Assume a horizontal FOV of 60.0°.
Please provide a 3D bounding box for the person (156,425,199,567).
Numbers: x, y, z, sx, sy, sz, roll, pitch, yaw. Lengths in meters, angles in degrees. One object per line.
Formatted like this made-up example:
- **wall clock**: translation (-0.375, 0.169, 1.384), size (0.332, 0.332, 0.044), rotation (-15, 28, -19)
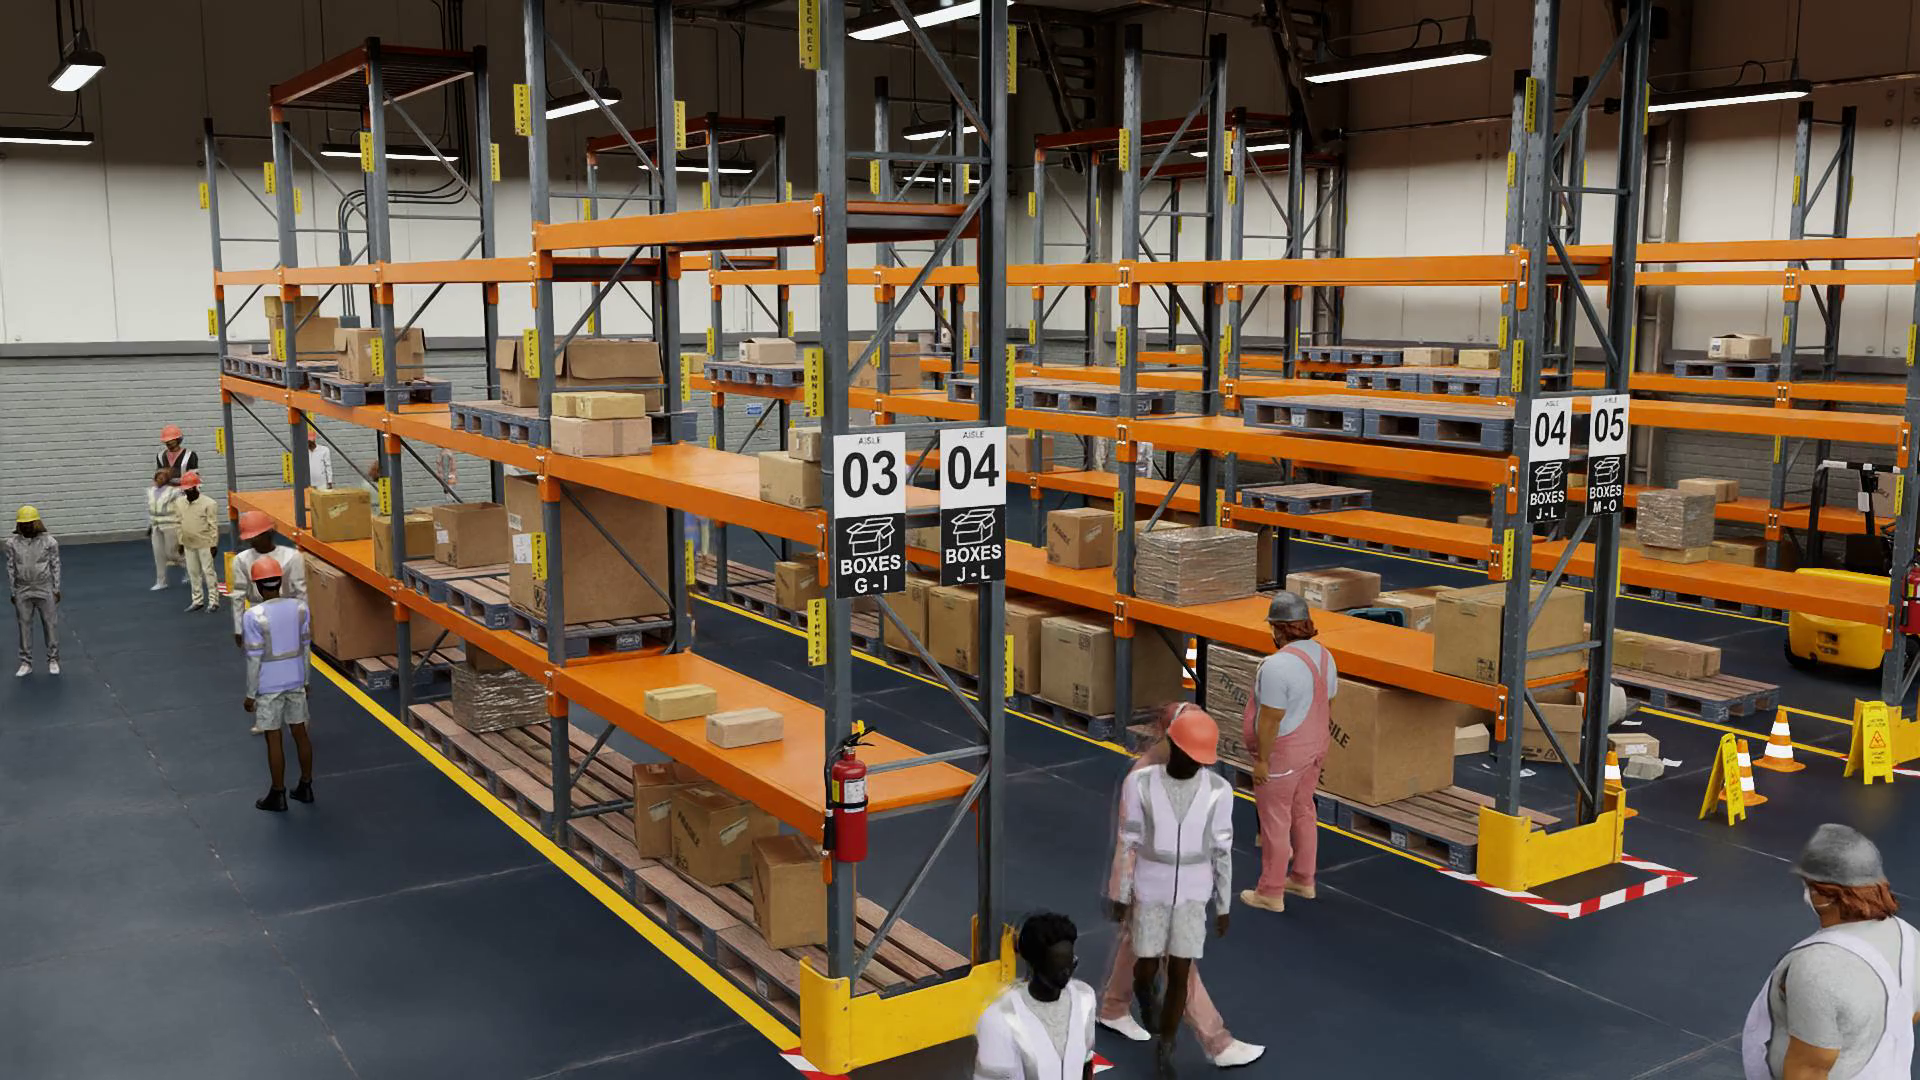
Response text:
- **person**: translation (-11.052, -0.610, 23.487), size (0.612, 2.029, 0.410), rotation (1, 9, 7)

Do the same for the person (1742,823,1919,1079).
- **person**: translation (3.108, 2.003, 6.022), size (0.678, 2.000, 0.537), rotation (-5, 10, -32)

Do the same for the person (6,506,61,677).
- **person**: translation (-9.407, 0.515, 16.914), size (0.487, 1.744, 0.313), rotation (-3, 9, -18)

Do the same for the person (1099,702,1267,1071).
- **person**: translation (1.128, 1.733, 8.439), size (1.025, 1.844, 0.655), rotation (5, 10, 32)

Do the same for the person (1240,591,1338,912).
- **person**: translation (2.070, 1.314, 10.611), size (0.535, 2.000, 0.685), rotation (8, 12, 43)

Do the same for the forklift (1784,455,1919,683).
- **forklift**: translation (9.643, 0.253, 17.172), size (2.313, 2.155, 1.214), rotation (-6, 10, -33)

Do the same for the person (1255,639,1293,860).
- **person**: translation (2.218, 1.366, 11.445), size (0.320, 1.686, 0.539), rotation (-3, 9, -19)

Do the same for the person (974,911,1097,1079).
- **person**: translation (0.254, 2.160, 6.139), size (0.559, 1.683, 0.438), rotation (-6, 11, -36)

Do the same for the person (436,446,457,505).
- **person**: translation (-8.225, -0.892, 26.676), size (0.318, 1.631, 0.514), rotation (-3, 9, -17)

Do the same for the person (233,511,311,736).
- **person**: translation (-6.048, 0.732, 14.603), size (0.640, 2.012, 0.434), rotation (0, 9, -3)

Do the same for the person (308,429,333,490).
- **person**: translation (-10.335, -0.938, 26.606), size (0.575, 1.741, 0.355), rotation (-3, 9, -21)

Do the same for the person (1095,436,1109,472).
- **person**: translation (2.617, -1.470, 30.496), size (0.286, 1.633, 0.499), rotation (0, 9, 2)

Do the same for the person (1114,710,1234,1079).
- **person**: translation (1.058, 1.735, 8.311), size (0.575, 1.899, 0.688), rotation (0, 9, 2)

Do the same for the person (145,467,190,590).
- **person**: translation (-10.390, -0.152, 21.788), size (0.512, 1.621, 0.424), rotation (3, 9, 20)

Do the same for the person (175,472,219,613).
- **person**: translation (-9.268, 0.031, 20.182), size (0.549, 1.735, 0.382), rotation (2, 9, 14)

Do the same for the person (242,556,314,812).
- **person**: translation (-5.157, 1.080, 12.545), size (0.374, 1.928, 0.542), rotation (6, 10, 33)
